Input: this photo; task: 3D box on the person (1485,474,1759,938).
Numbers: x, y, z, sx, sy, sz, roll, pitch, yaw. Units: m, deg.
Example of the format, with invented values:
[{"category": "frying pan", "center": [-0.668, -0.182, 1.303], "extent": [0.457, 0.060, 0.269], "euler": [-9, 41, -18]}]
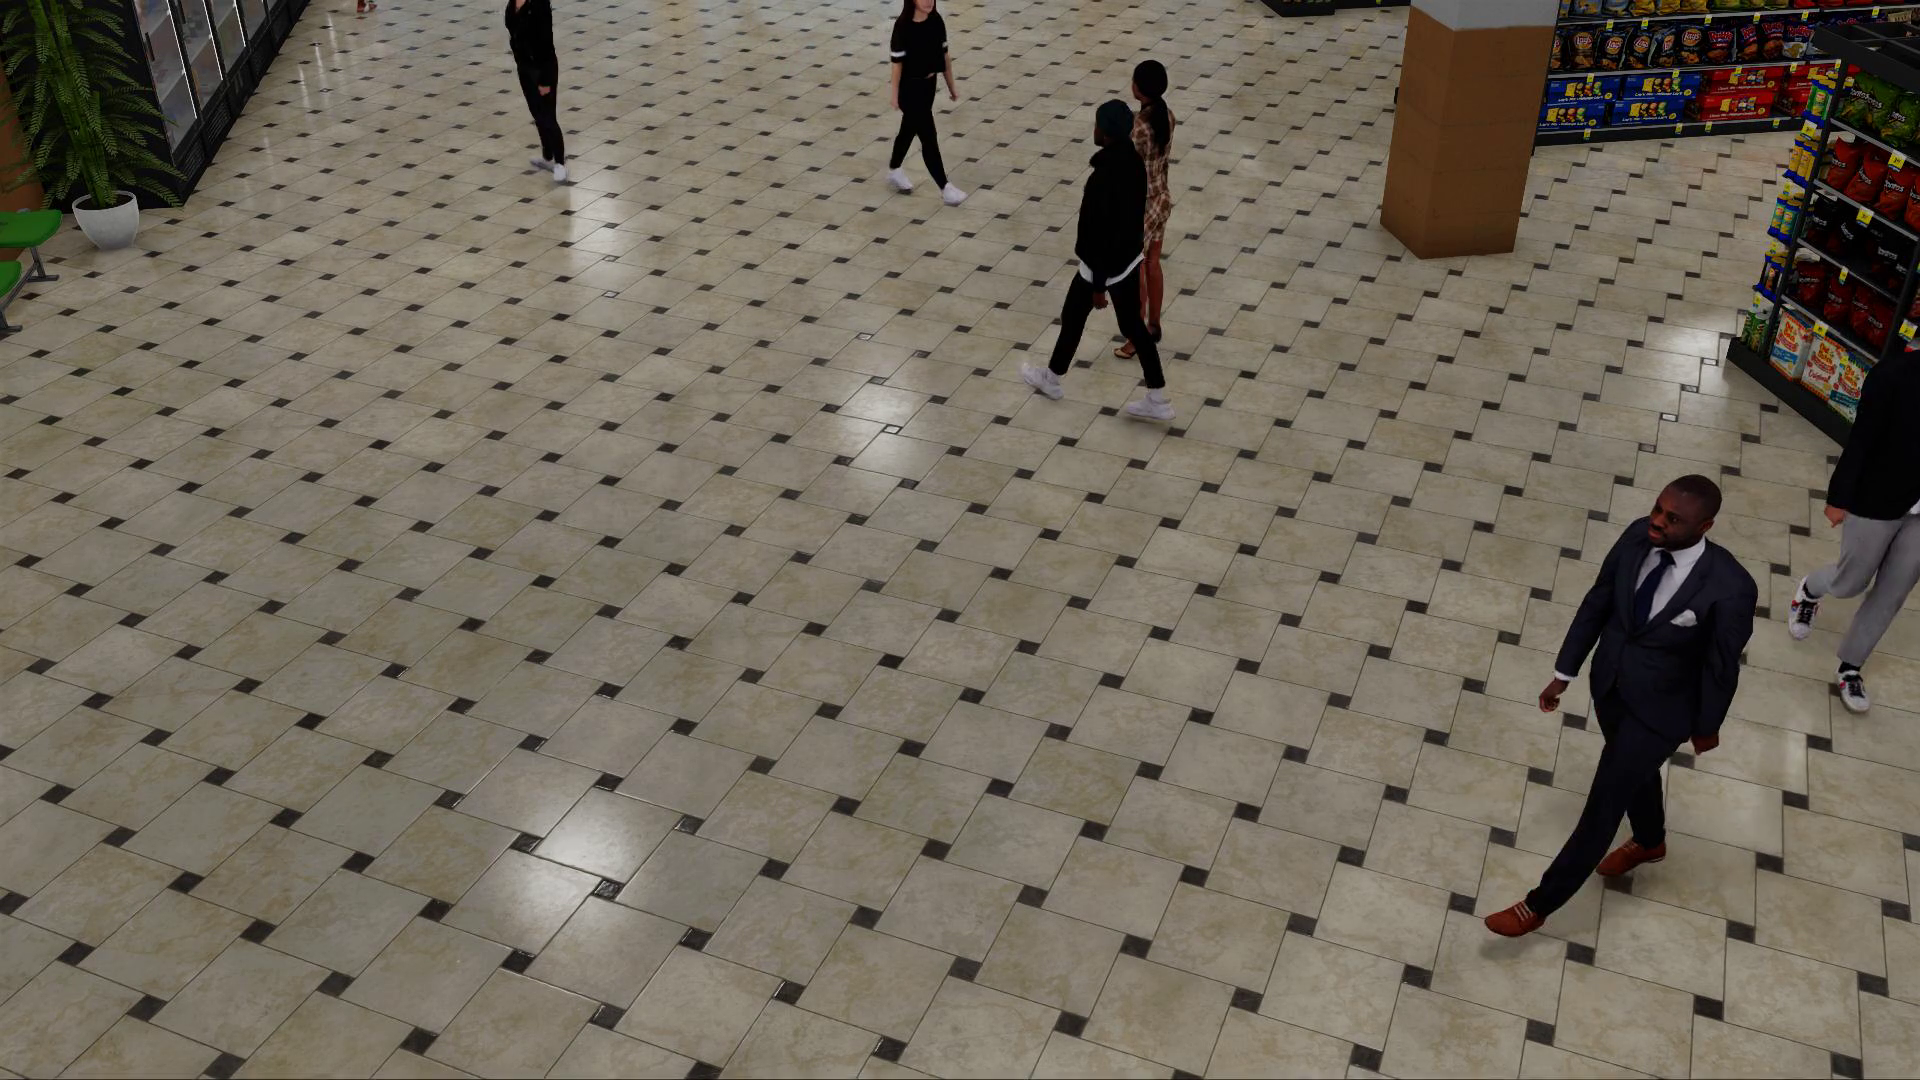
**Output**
[{"category": "person", "center": [2.423, 0.547, 5.777], "extent": [1.258, 1.780, 0.896], "euler": [-13, 34, -20]}]

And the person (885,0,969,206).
[{"category": "person", "center": [-0.353, -3.256, 12.072], "extent": [1.127, 1.586, 1.070], "euler": [-27, 41, -36]}]

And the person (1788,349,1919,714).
[{"category": "person", "center": [3.873, -0.234, 6.883], "extent": [0.950, 1.938, 0.937], "euler": [5, 32, 7]}]

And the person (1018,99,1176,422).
[{"category": "person", "center": [0.895, -1.438, 8.978], "extent": [1.266, 1.769, 1.237], "euler": [23, 39, 32]}]

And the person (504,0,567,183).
[{"category": "person", "center": [-3.156, -3.519, 12.431], "extent": [0.845, 1.655, 0.848], "euler": [-21, 37, -30]}]

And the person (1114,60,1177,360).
[{"category": "person", "center": [1.077, -1.903, 9.702], "extent": [0.738, 1.793, 0.669], "euler": [23, 38, 32]}]
